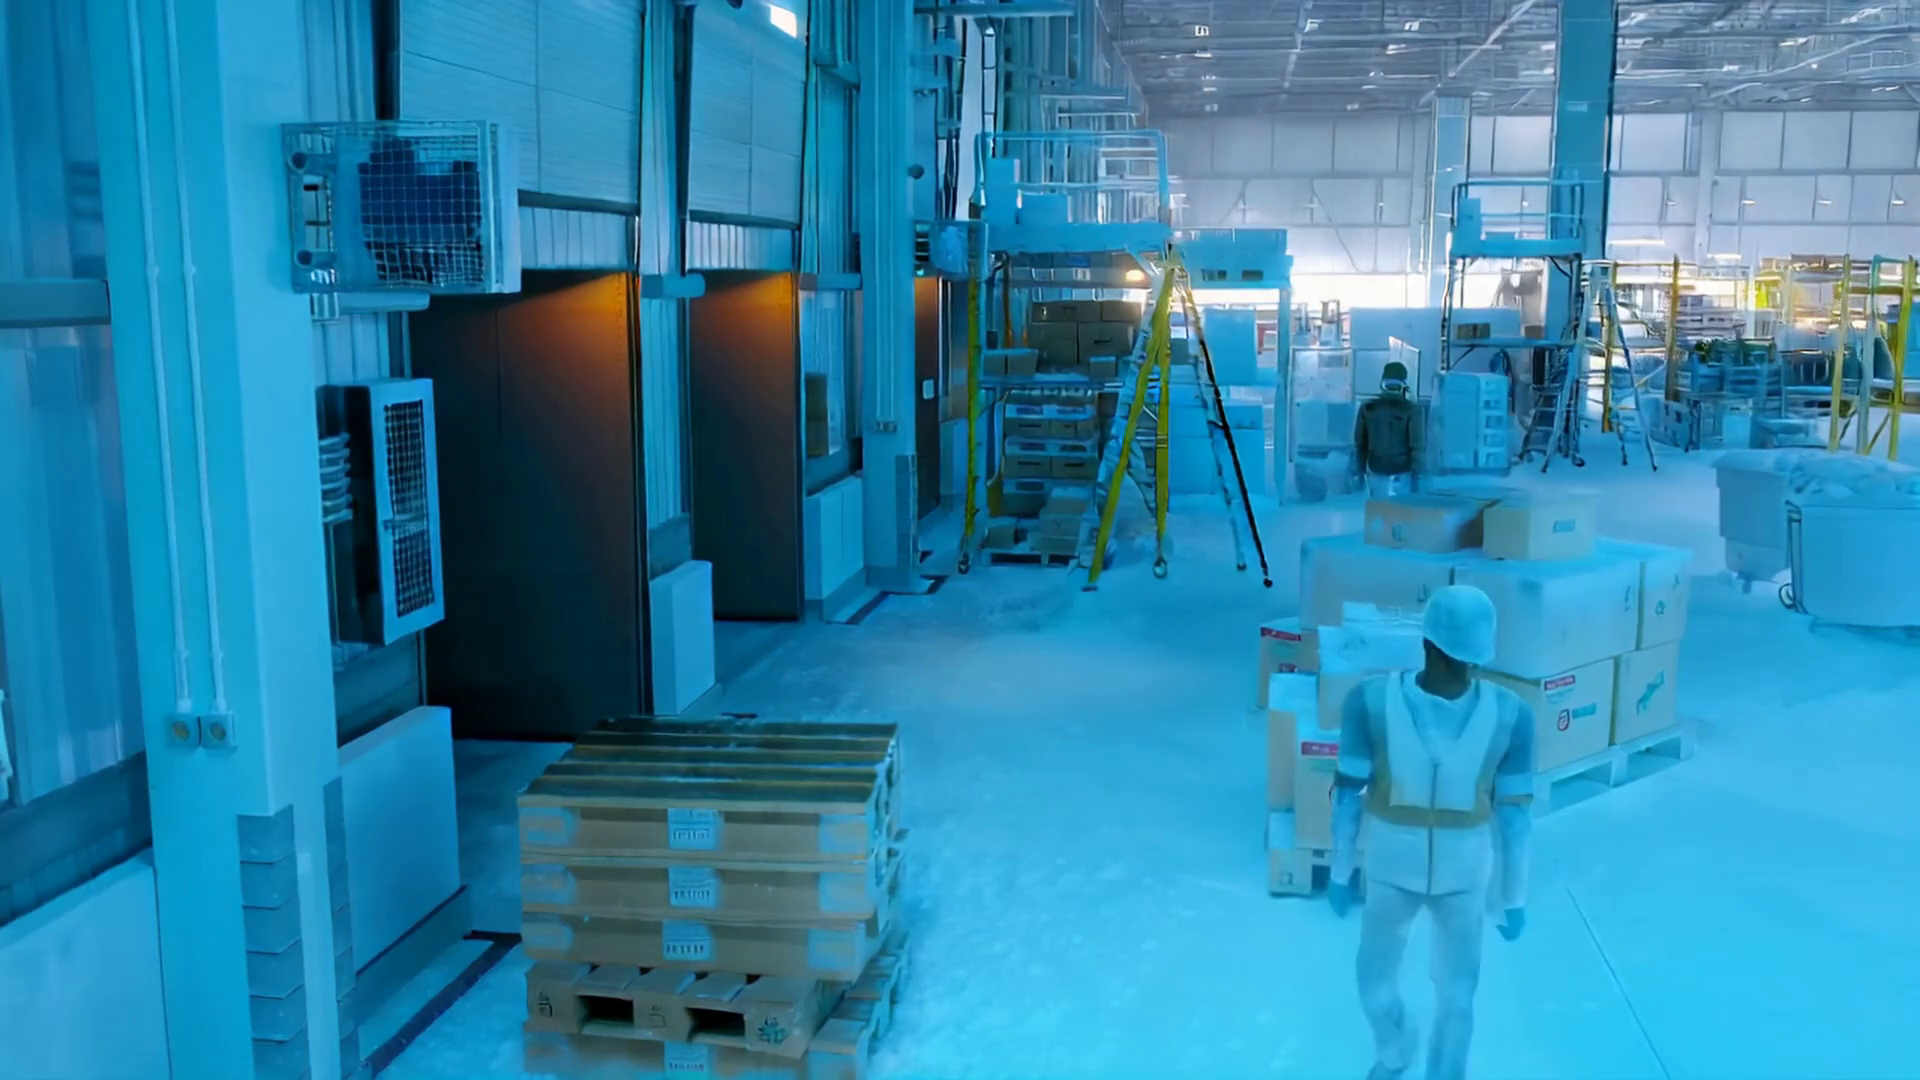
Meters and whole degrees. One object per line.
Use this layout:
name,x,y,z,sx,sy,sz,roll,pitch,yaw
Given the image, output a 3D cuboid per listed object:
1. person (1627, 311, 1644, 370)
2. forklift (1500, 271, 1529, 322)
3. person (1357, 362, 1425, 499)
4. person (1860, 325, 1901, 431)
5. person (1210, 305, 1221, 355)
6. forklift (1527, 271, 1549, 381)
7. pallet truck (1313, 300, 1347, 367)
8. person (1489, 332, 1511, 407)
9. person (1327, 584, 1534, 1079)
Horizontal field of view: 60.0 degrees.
person,17.845,-5.220,44.092,0.661,1.871,1.089,4,10,21
forklift,15.134,-5.957,45.508,1.873,2.768,1.129,-3,10,-18
person,4.035,-0.668,15.608,0.614,1.993,0.395,1,9,9
person,16.444,-2.896,29.722,0.645,1.883,1.080,8,12,40
person,7.006,-5.496,45.722,0.567,1.882,0.978,6,11,32
forklift,14.697,-5.355,41.795,1.873,2.768,1.129,-5,11,-30
pallet truck,11.159,-6.200,49.718,0.823,1.965,1.885,4,10,26
person,8.690,-2.418,26.776,0.612,1.866,0.595,7,12,37
person,1.501,1.048,5.346,0.620,1.894,0.556,2,9,11
